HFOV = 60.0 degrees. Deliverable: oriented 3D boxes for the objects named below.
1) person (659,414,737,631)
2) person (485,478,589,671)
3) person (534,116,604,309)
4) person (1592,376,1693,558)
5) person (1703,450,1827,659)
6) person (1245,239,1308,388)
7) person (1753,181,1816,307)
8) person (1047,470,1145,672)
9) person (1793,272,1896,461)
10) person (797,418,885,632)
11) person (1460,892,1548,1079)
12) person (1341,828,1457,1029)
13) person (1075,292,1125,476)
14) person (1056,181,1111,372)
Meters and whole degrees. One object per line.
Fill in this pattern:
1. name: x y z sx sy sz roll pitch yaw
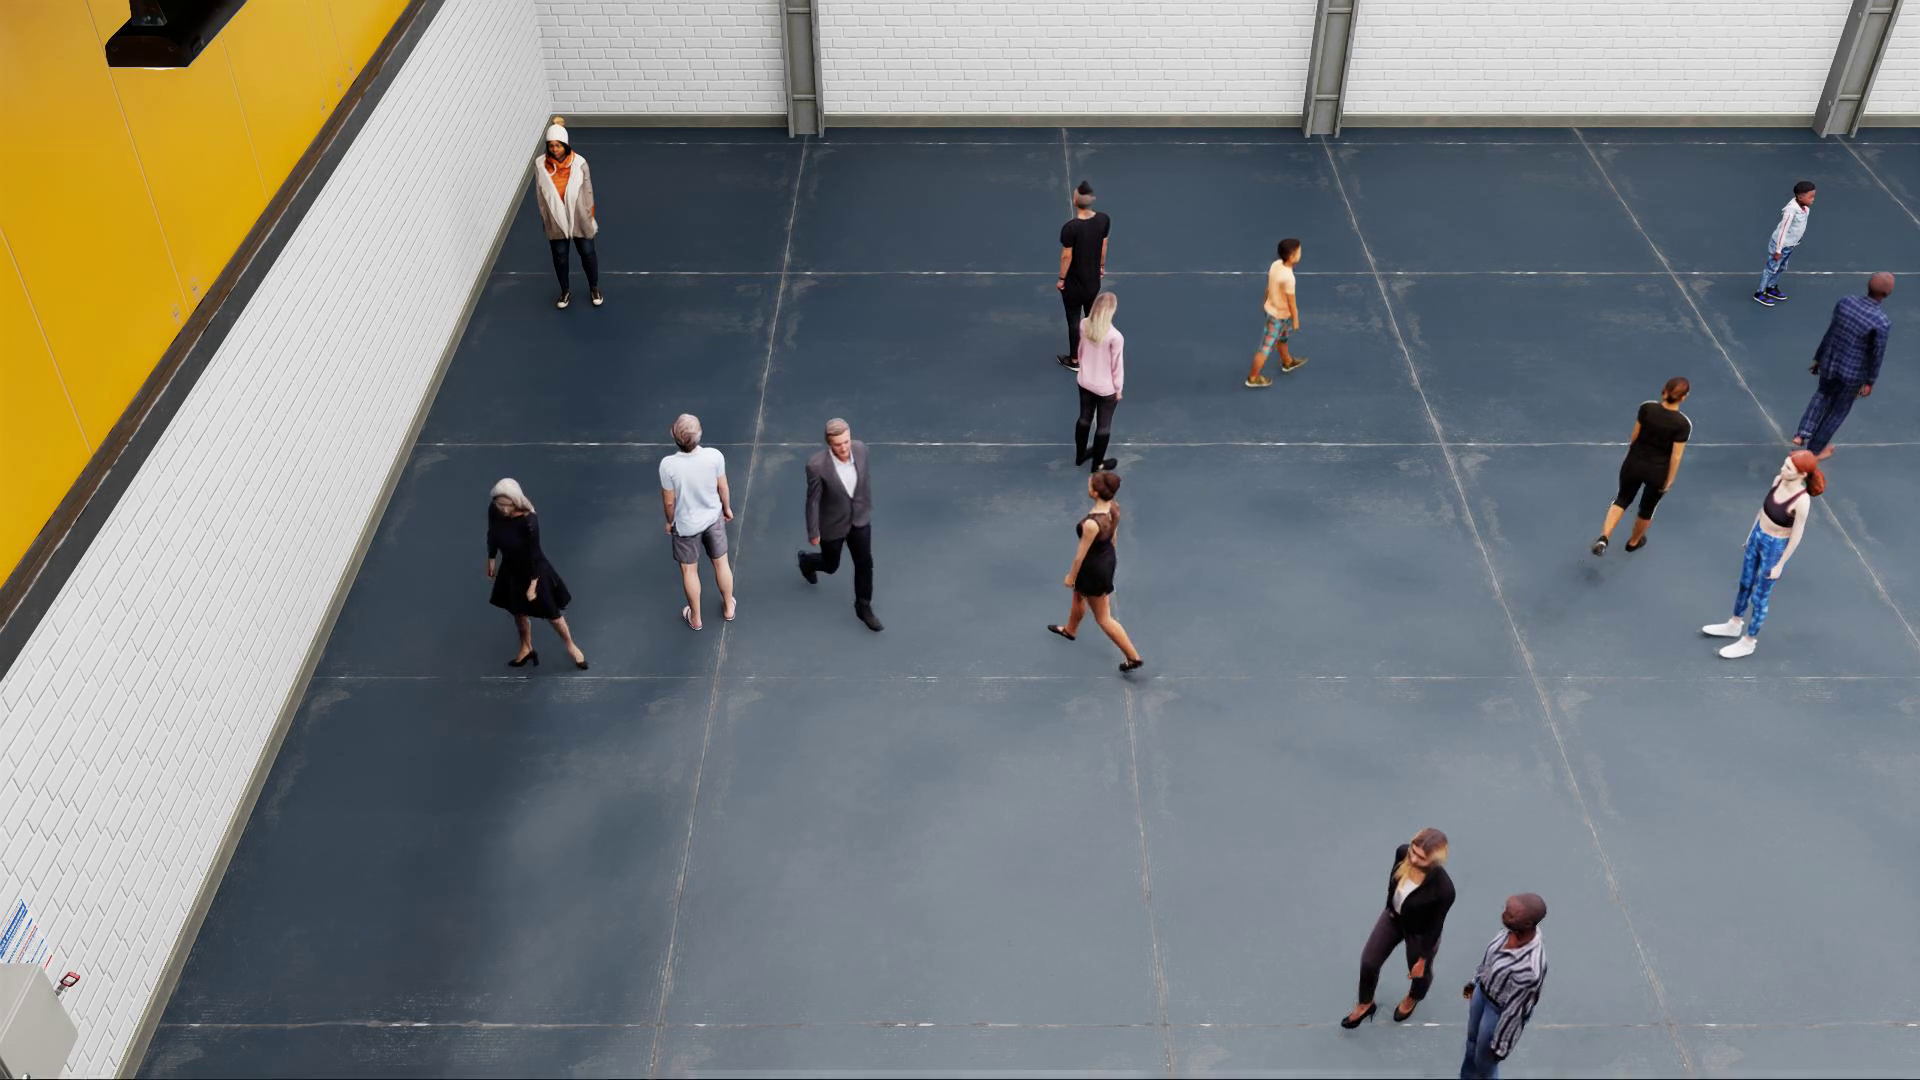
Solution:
1. person: -1.918 -0.131 12.163 0.622 1.831 0.793 -13 41 -16
2. person: -3.121 0.245 11.769 0.792 1.735 0.942 30 48 32
3. person: -3.736 -3.122 15.862 0.641 1.889 0.779 -5 39 -6
4. person: 5.249 -0.523 12.794 0.978 1.655 0.919 -31 48 -33
5. person: 5.783 0.093 11.919 0.584 1.785 0.592 -4 39 -5
6. person: 2.763 -2.007 14.826 0.934 1.439 0.687 -10 40 -12
7. person: 7.981 -2.898 16.084 0.559 1.261 0.627 -26 45 -29
8. person: 1.030 0.244 11.841 1.152 1.646 0.945 20 43 24
9. person: 7.278 -1.404 13.774 0.857 1.809 0.824 -22 43 -25
10. person: -0.914 -0.174 12.239 1.165 1.804 1.175 -26 45 -29
11. person: 2.912 2.491 8.917 0.512 1.784 0.642 1 39 1
12. person: 2.621 2.183 9.410 0.882 1.650 0.809 -23 44 -26
13. person: 1.133 -1.293 13.735 0.744 1.686 0.684 -32 48 -33
14. person: 1.101 -2.396 14.970 0.740 1.867 0.840 -24 45 -27
